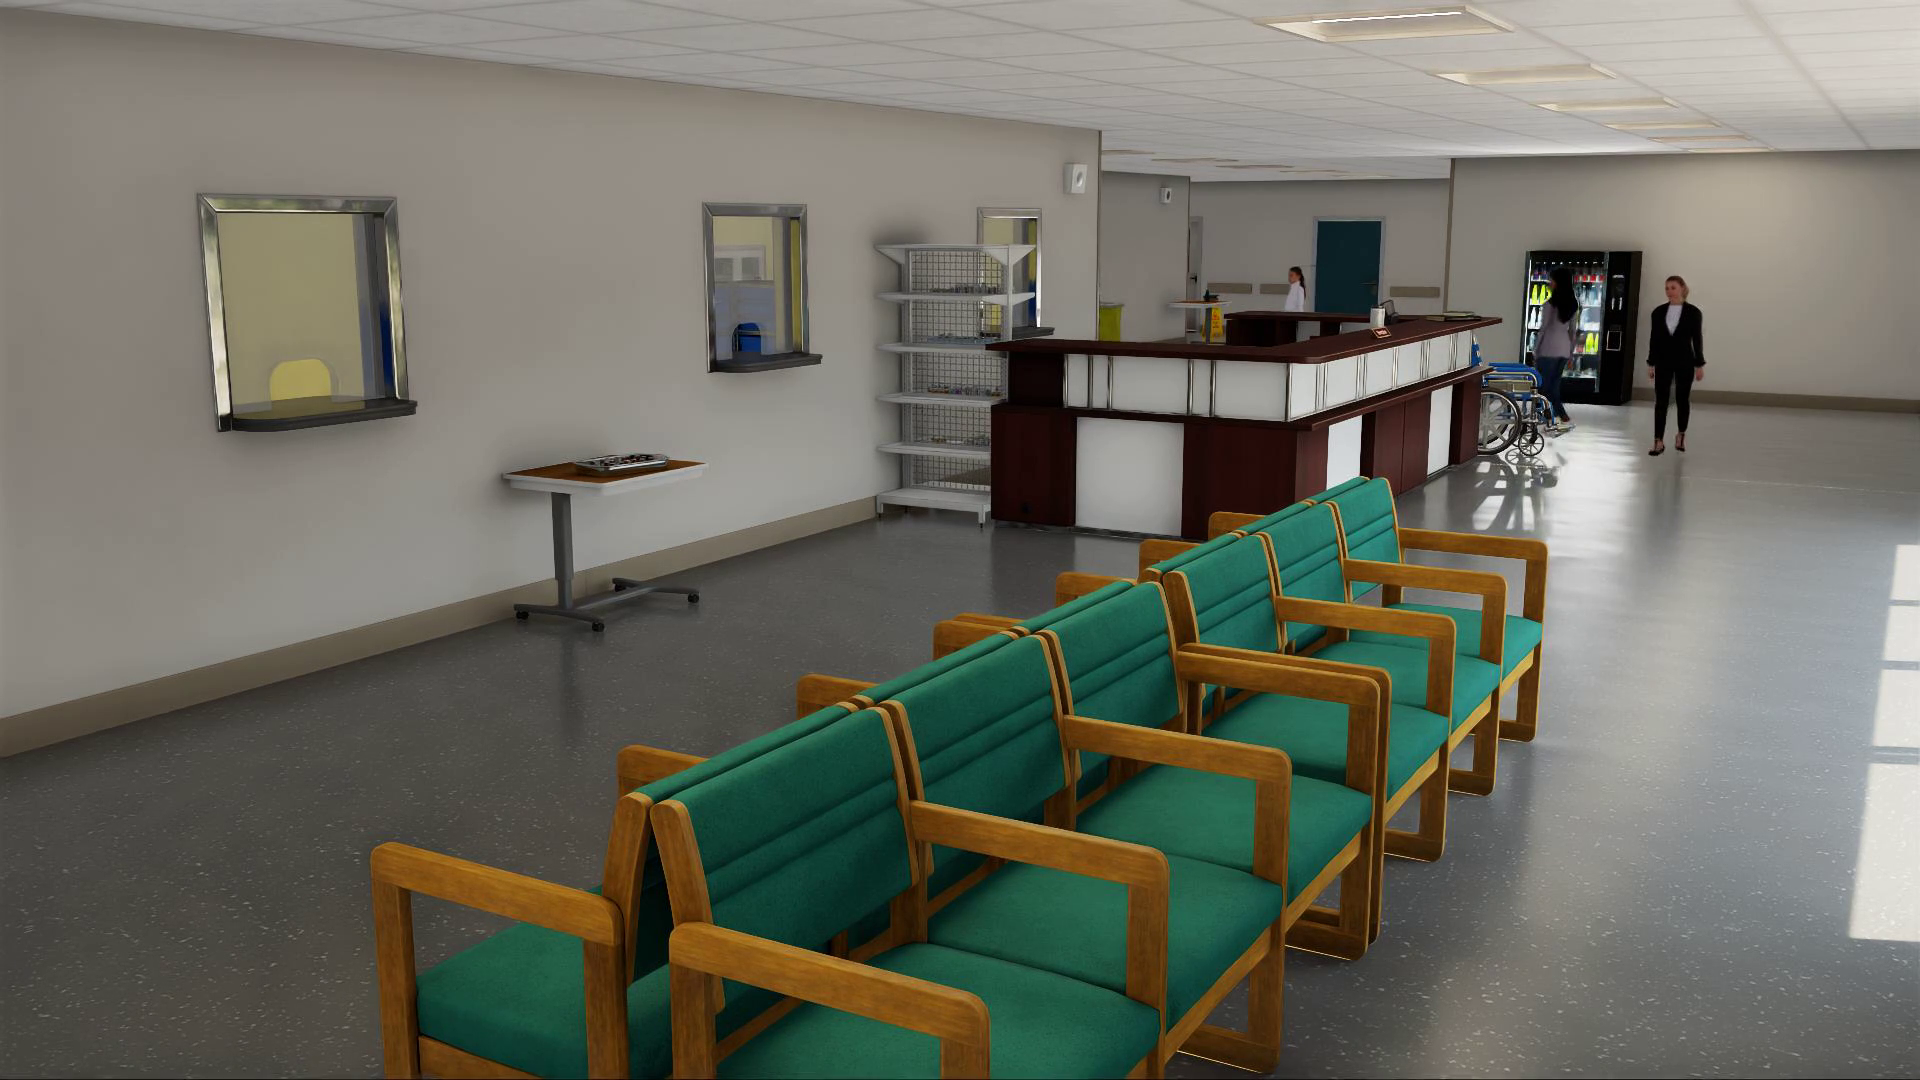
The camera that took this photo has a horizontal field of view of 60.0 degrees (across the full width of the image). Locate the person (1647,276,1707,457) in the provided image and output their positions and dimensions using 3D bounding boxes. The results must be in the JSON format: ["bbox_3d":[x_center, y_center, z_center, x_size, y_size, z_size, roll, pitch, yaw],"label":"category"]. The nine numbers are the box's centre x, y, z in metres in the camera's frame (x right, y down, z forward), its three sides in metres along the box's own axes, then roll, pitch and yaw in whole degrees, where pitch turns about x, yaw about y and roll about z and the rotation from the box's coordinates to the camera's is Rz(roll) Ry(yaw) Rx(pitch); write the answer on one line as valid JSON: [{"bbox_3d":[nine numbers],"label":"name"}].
[{"bbox_3d":[6.605,-1.560,15.333,1.022,1.644,0.776,6,12,29],"label":"person"}]

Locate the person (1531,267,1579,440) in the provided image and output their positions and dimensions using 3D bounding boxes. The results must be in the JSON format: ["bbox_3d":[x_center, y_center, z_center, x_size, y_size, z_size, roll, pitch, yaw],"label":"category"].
[{"bbox_3d":[5.913,-1.805,16.455,0.933,1.706,1.063,-4,11,-19],"label":"person"}]

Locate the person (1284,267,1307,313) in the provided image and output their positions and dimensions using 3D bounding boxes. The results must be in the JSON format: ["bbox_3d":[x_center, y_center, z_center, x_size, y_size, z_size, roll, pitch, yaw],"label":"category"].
[{"bbox_3d":[4.877,-3.138,23.901,0.857,1.548,0.827,-4,12,-21],"label":"person"}]
